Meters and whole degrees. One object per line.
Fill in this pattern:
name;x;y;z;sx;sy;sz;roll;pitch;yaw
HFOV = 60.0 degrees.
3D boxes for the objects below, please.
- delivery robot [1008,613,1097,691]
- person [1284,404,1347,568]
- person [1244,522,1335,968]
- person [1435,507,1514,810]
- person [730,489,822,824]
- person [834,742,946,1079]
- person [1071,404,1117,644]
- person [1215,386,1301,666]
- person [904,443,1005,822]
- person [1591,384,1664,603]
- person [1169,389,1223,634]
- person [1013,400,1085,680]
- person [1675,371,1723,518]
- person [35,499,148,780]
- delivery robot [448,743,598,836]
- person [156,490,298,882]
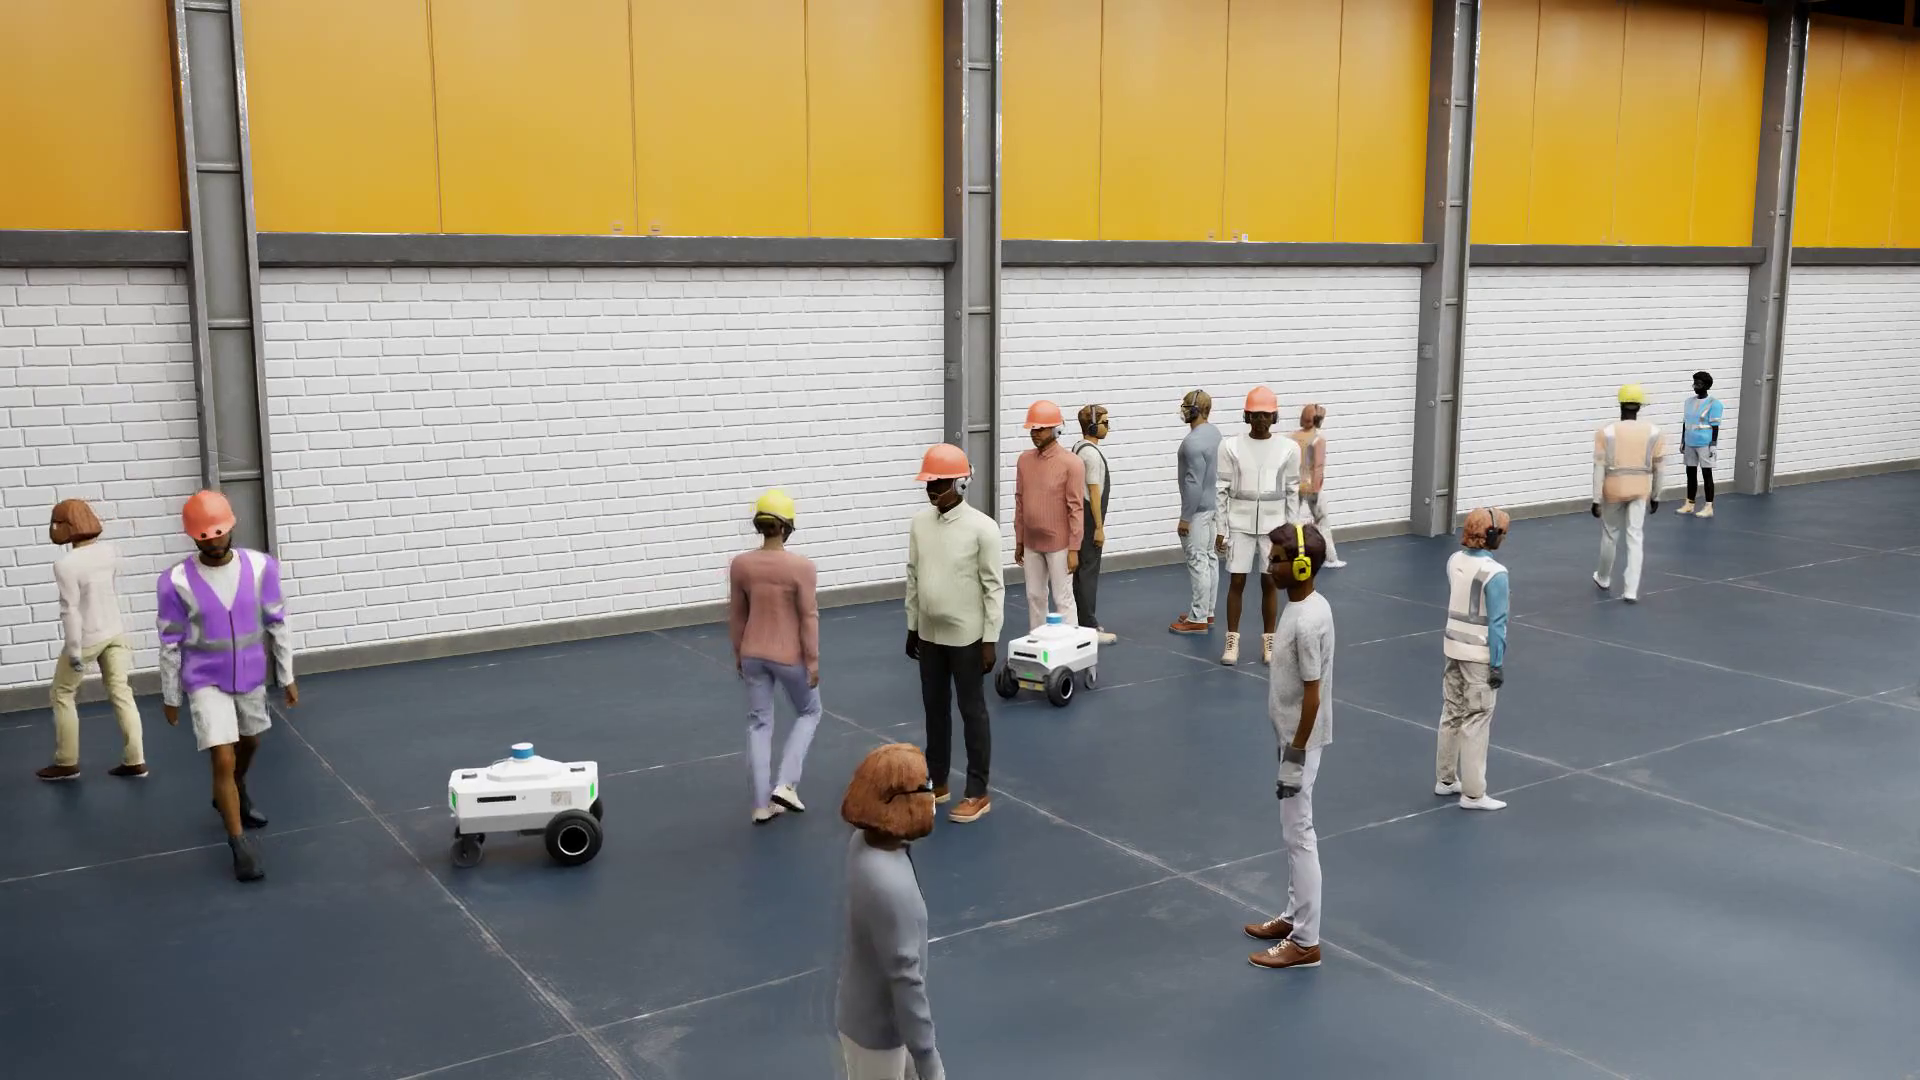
delivery robot;0.632;0.740;11.234;0.477;0.478;0.707;7;12;35
person;3.293;-0.495;15.833;0.845;1.599;0.513;-5;11;-29
person;1.380;0.847;6.924;0.328;1.870;0.510;1;10;8
person;2.761;0.632;8.939;0.313;1.632;0.512;-2;10;-13
person;-0.965;0.608;8.693;0.543;1.747;0.420;4;10;22
person;-0.180;1.352;4.611;0.487;1.620;0.498;-1;9;-7
person;1.010;-0.125;12.849;0.346;1.847;0.505;-2;10;-12
person;2.154;-0.097;12.076;0.608;2.047;0.365;1;9;7
person;-0.057;0.482;8.740;0.623;1.992;0.396;8;12;40
person;5.831;-0.425;14.574;0.612;1.868;1.008;1;10;9
person;1.874;-0.223;13.156;0.371;1.941;0.627;4;10;24
person;0.599;0.016;11.580;0.407;1.987;0.614;-9;13;-44
person;8.560;-1.110;19.250;0.319;1.691;0.535;-4;10;-22
person;-4.961;0.571;9.379;0.705;1.610;0.515;2;10;12
delivery robot;-2.146;1.245;8.191;0.707;0.478;0.477;-2;10;-12
person;-3.611;0.654;8.119;0.596;1.894;0.943;-8;13;-41
